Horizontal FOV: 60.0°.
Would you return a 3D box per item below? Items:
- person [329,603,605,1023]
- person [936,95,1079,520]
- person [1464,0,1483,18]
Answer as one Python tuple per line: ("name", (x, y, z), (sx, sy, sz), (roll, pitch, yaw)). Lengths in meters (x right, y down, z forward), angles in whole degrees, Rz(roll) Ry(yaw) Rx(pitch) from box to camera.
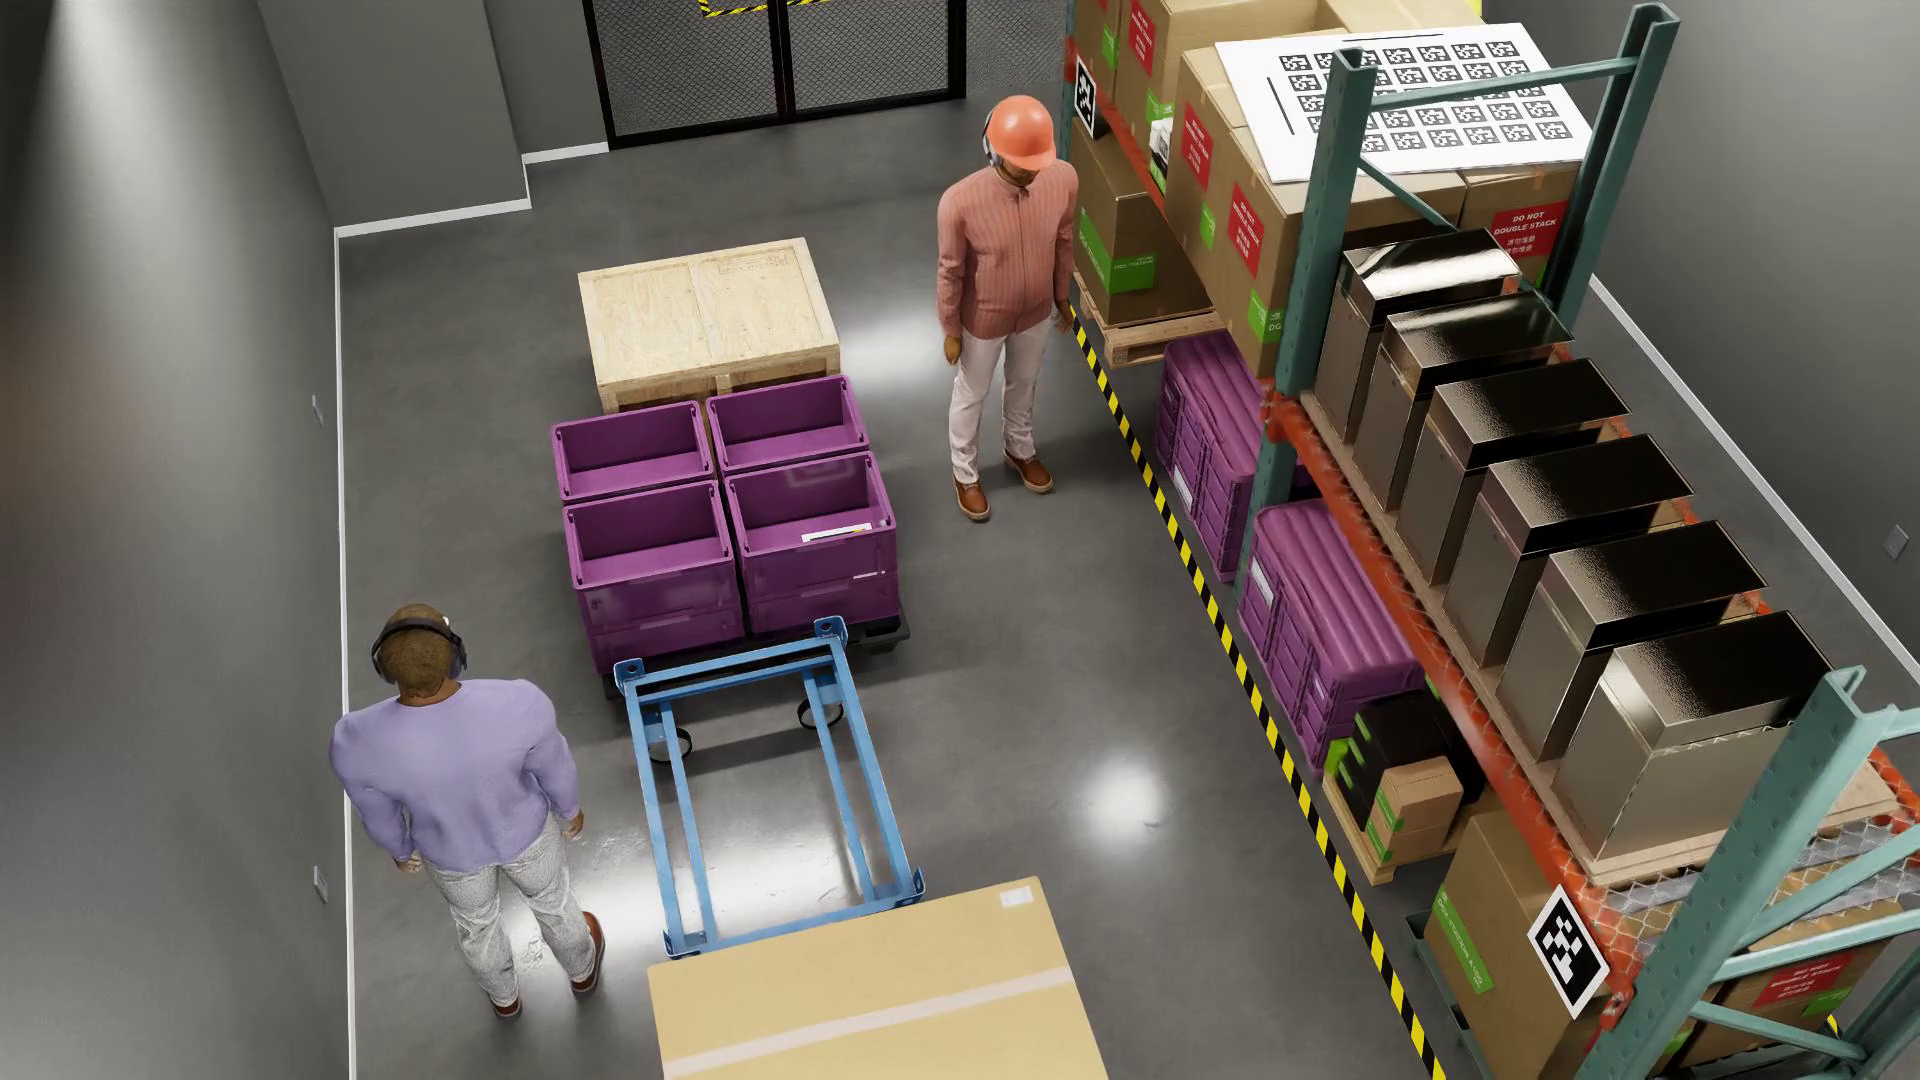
("person", (-1.458, 0.873, 5.085), (0.629, 1.940, 0.372), (-13, 49, -12))
("person", (0.201, -0.920, 6.695), (0.612, 1.992, 0.402), (-21, 51, -18))
("person", (2.075, -1.730, 7.561), (0.608, 1.810, 0.443), (-17, 50, -15))
